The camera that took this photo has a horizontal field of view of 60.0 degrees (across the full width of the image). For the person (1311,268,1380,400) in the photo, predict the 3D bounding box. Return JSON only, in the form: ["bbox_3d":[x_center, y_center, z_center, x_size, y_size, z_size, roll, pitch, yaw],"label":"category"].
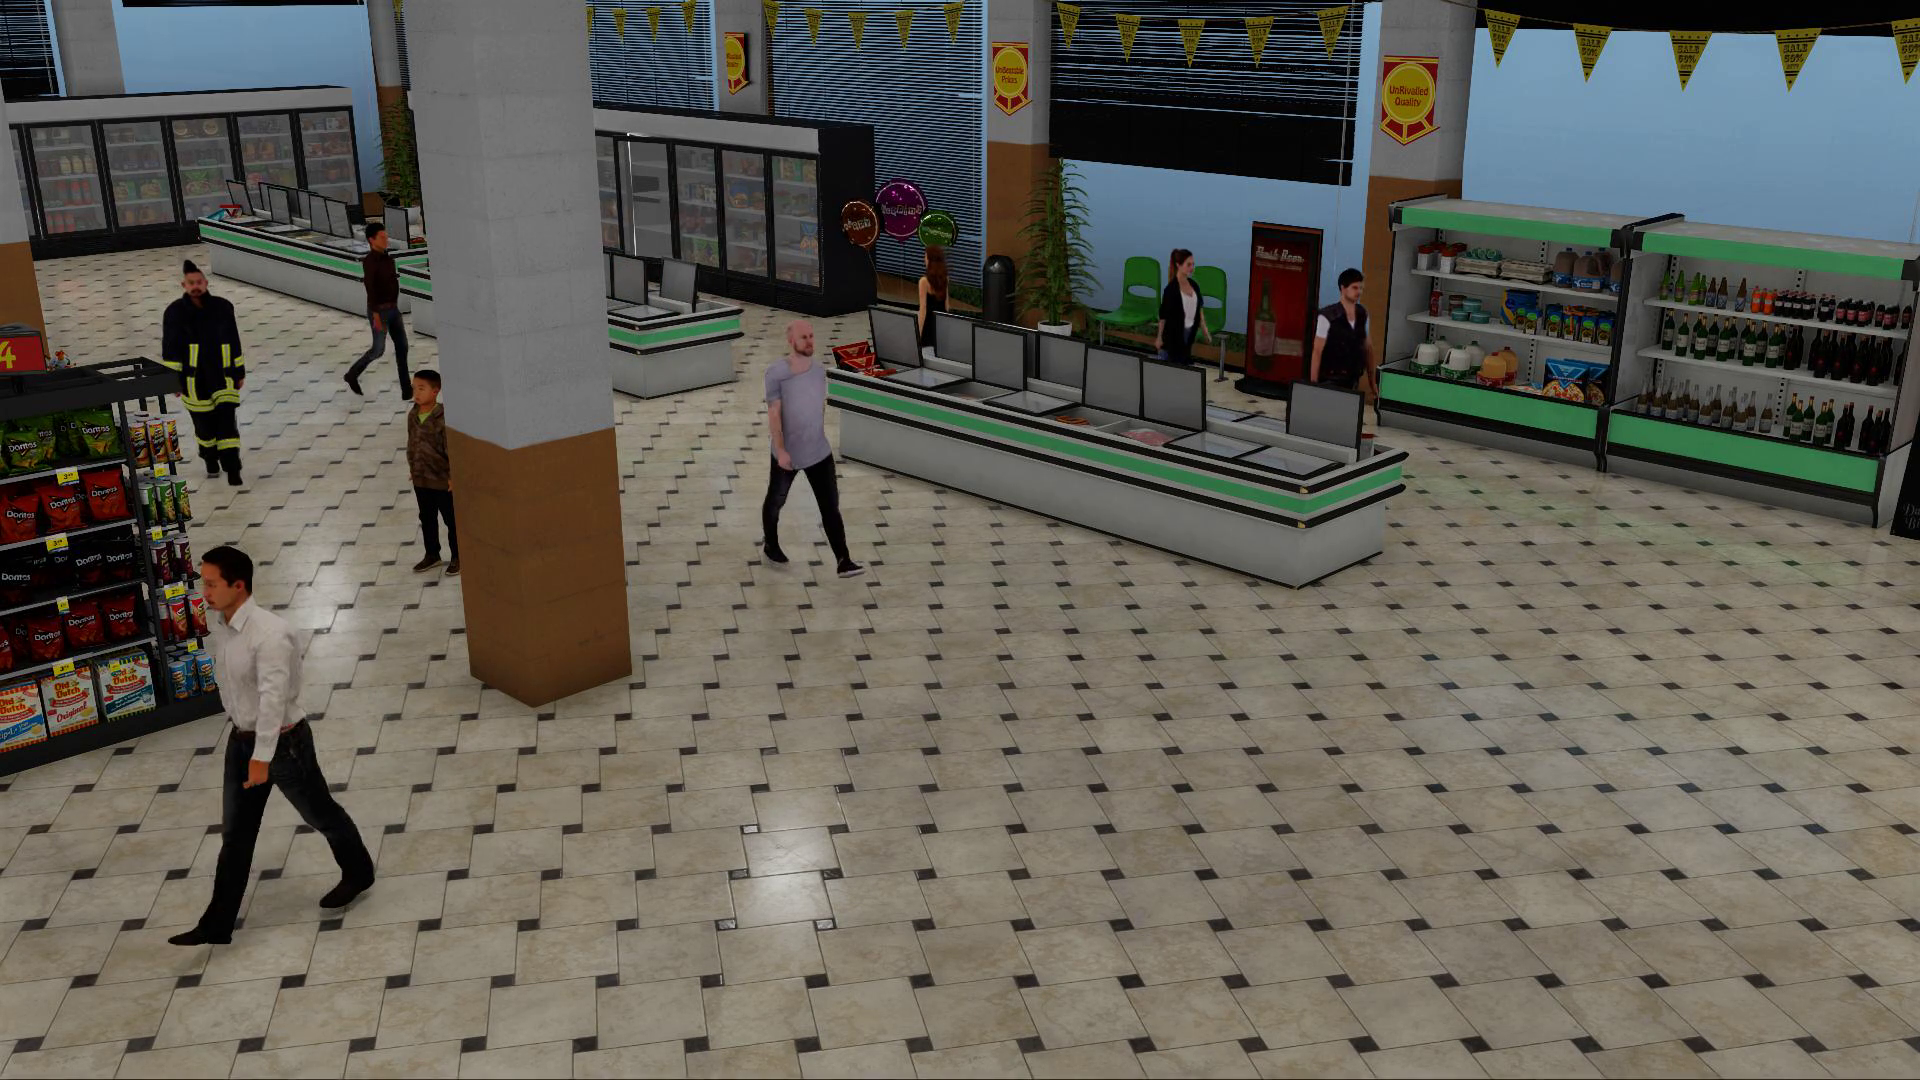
[{"bbox_3d":[3.020,-1.319,13.590,0.750,1.829,0.807,-14,23,-36],"label":"person"}]

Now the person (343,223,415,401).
[{"bbox_3d":[-5.772,-2.226,16.400,1.197,1.752,1.036,4,19,12],"label":"person"}]

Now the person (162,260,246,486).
[{"bbox_3d":[-6.243,-1.385,13.791,0.993,1.826,1.246,-9,21,-26],"label":"person"}]

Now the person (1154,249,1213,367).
[{"bbox_3d":[1.957,-1.882,15.582,1.186,1.624,0.689,15,24,38],"label":"person"}]

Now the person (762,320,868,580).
[{"bbox_3d":[-1.178,-0.614,11.581,0.792,1.778,1.261,-13,23,-35],"label":"person"}]

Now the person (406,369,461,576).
[{"bbox_3d":[-3.692,-0.485,11.703,0.638,1.455,0.729,6,20,18],"label":"person"}]

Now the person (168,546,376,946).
[{"bbox_3d":[-2.883,0.870,7.212,1.161,1.757,0.888,12,22,31],"label":"person"}]

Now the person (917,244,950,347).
[{"bbox_3d":[-0.243,-2.033,16.030,0.564,1.624,0.580,16,24,39],"label":"person"}]
